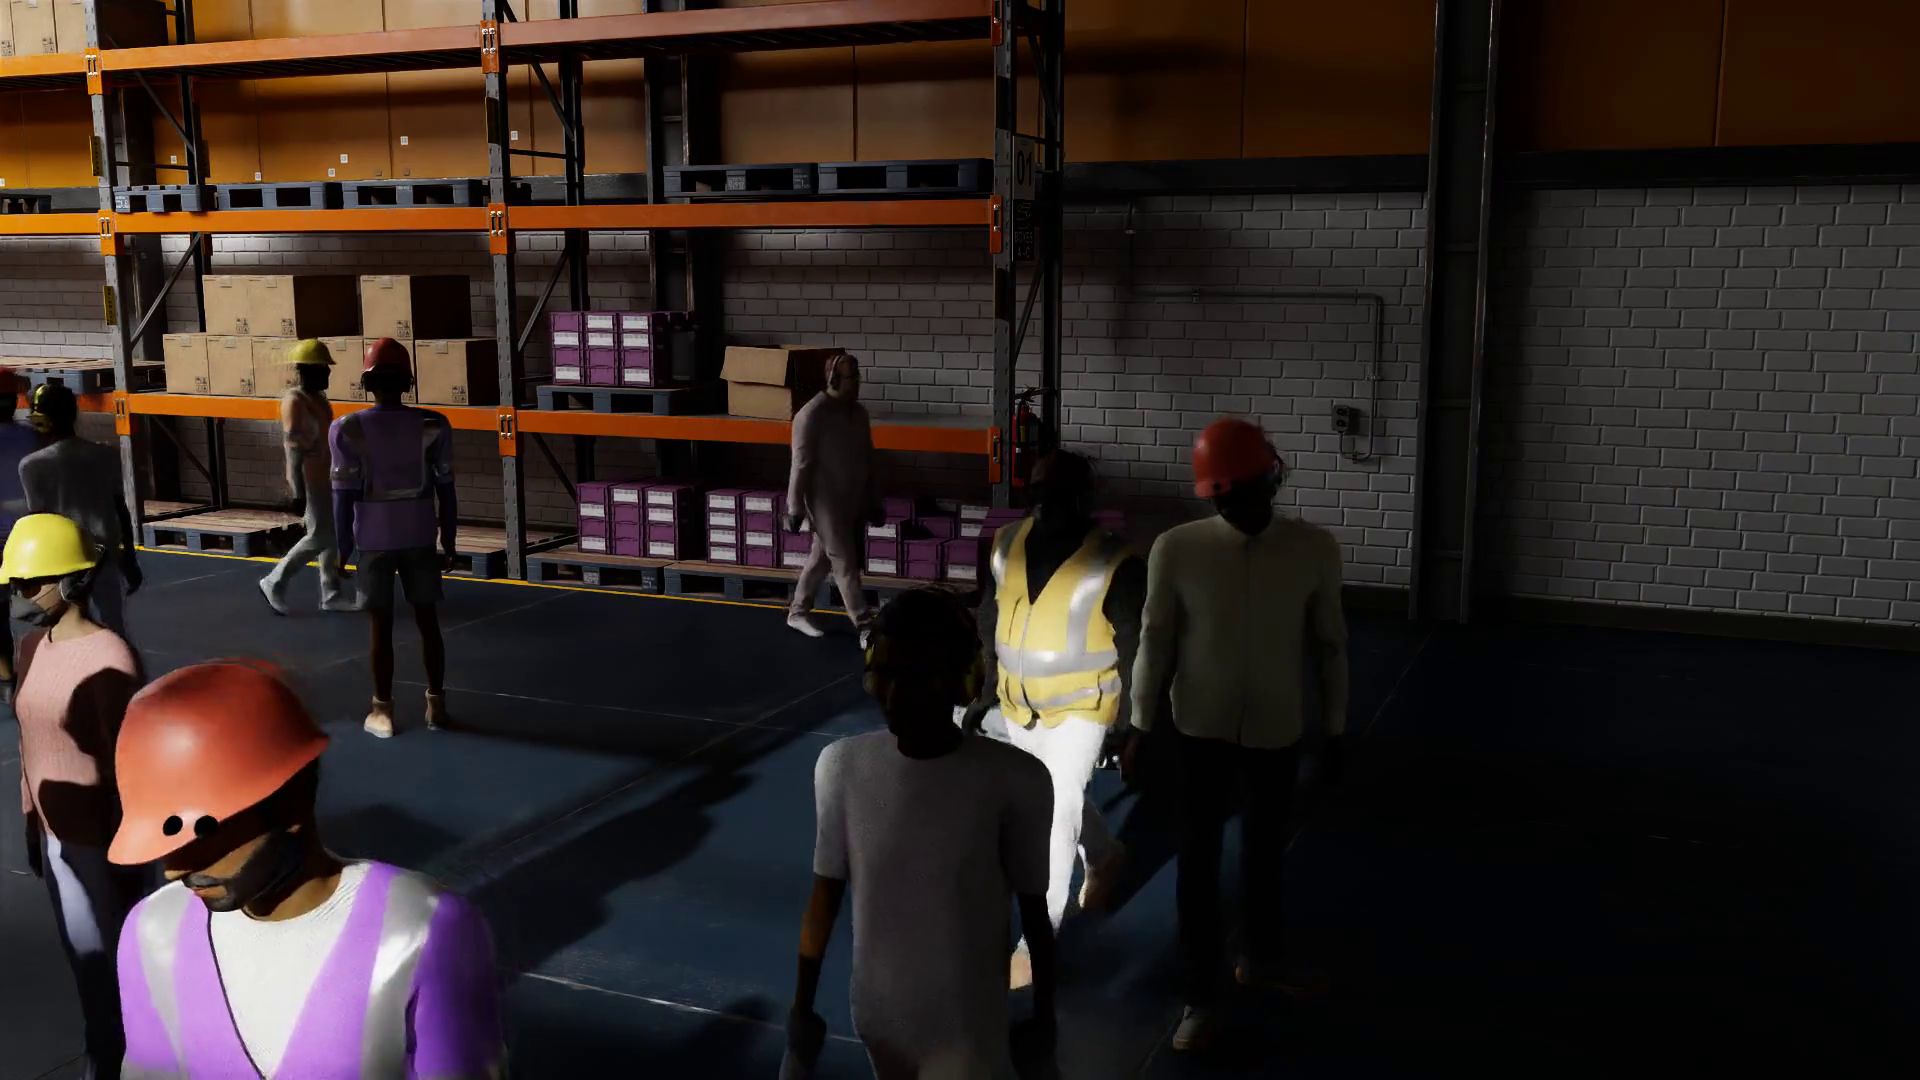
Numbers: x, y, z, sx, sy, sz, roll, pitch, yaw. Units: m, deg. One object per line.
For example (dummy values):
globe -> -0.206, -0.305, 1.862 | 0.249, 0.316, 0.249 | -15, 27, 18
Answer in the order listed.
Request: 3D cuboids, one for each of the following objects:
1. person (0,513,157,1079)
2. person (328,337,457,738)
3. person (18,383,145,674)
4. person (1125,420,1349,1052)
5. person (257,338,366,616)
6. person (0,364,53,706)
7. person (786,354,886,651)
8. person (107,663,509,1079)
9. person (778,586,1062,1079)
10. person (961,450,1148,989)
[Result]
person -> -2.378, 0.799, 4.513 | 0.524, 1.768, 0.325 | 6, 11, 32
person -> -2.897, -0.012, 8.535 | 0.614, 2.042, 0.373 | -5, 11, -29
person -> -4.290, 0.141, 8.228 | 0.743, 1.839, 0.552 | 8, 13, 41
person -> 0.885, 0.595, 5.206 | 0.693, 1.948, 0.678 | 0, 9, -3
person -> -4.470, -0.427, 11.429 | 0.559, 1.921, 0.616 | 0, 9, -2
person -> -5.024, 0.012, 8.861 | 0.546, 1.901, 0.906 | -8, 12, -39
person -> -0.765, -0.243, 10.504 | 1.006, 1.853, 0.658 | 6, 11, 32
person -> -0.903, 1.093, 2.357 | 0.621, 1.894, 0.663 | 1, 10, 8
person -> -0.073, 0.972, 3.331 | 0.531, 1.826, 0.998 | 4, 10, 24
person -> 0.390, 0.560, 5.855 | 0.615, 1.803, 0.936 | 8, 12, 39
